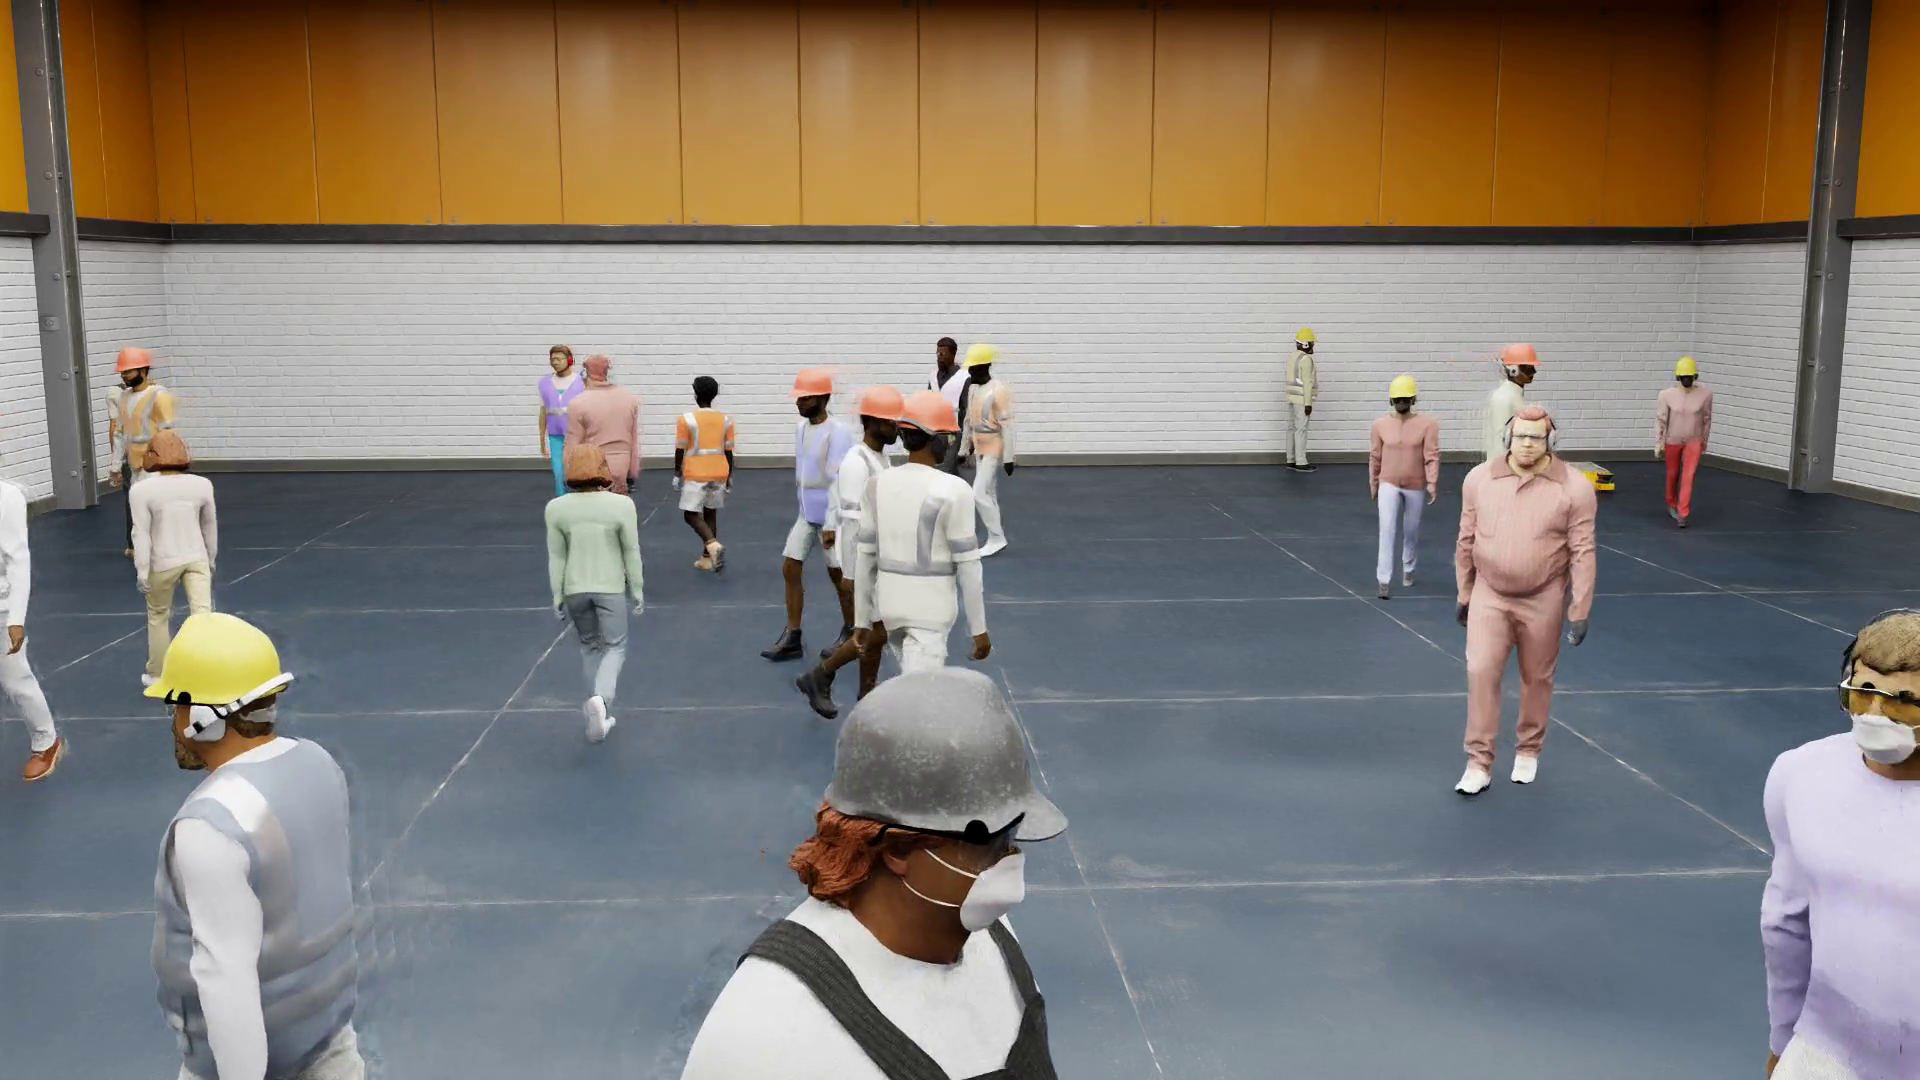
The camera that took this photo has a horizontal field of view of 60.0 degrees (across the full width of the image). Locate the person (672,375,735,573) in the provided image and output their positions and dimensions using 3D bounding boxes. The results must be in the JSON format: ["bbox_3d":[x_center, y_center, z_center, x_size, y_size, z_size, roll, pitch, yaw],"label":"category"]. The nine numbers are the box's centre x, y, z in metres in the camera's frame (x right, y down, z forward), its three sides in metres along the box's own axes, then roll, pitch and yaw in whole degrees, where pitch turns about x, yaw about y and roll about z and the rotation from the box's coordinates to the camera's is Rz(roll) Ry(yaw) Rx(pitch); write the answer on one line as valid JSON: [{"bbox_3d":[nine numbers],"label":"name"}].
[{"bbox_3d":[-2.088,-0.528,13.814,0.546,1.673,0.666,-7,11,-37],"label":"person"}]

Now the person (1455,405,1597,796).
[{"bbox_3d":[2.671,0.301,7.964,0.668,1.873,0.876,5,10,28],"label":"person"}]

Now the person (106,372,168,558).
[{"bbox_3d":[-7.252,-0.760,14.737,0.514,1.846,0.339,-7,11,-35],"label":"person"}]

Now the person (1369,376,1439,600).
[{"bbox_3d":[3.483,-0.435,13.090,0.529,1.722,0.872,2,9,15],"label":"person"}]

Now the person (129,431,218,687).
[{"bbox_3d":[-4.626,0.147,9.852,0.867,1.588,0.520,9,12,43],"label":"person"}]

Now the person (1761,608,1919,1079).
[{"bbox_3d":[1.930,1.048,3.328,0.970,1.896,0.644,-5,10,-30],"label":"person"}]

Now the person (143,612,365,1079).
[{"bbox_3d":[-1.564,1.034,3.675,0.949,1.781,0.613,1,9,6],"label":"person"}]

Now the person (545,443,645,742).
[{"bbox_3d":[-1.959,0.291,8.860,0.518,1.606,0.652,0,9,3],"label":"person"}]

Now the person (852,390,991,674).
[{"bbox_3d":[-0.214,0.332,7.465,0.622,2.002,1.019,9,12,43],"label":"person"}]

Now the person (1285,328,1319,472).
[{"bbox_3d":[4.366,-1.790,21.243,0.404,1.834,0.591,-2,9,-11],"label":"person"}]

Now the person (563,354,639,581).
[{"bbox_3d":[-2.844,-0.516,13.092,0.440,1.879,0.667,7,12,39],"label":"person"}]

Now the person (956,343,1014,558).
[{"bbox_3d":[0.226,-0.783,14.700,0.483,1.904,0.615,-4,10,-23],"label":"person"}]

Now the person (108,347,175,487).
[{"bbox_3d":[-6.708,-0.609,13.567,0.557,1.919,0.522,5,10,30],"label":"person"}]

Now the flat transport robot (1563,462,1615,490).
[{"bbox_3d":[7.285,-0.777,19.774,0.652,0.197,1.431,1,9,9],"label":"flat transport robot"}]

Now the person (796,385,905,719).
[{"bbox_3d":[-0.538,0.106,9.096,0.575,1.913,0.564,2,9,12],"label":"person"}]

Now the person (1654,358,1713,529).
[{"bbox_3d":[7.259,-0.999,16.736,0.528,1.689,0.969,3,10,20],"label":"person"}]

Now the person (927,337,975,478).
[{"bbox_3d":[-0.196,-1.023,16.266,0.796,1.893,0.594,-7,11,-37],"label":"person"}]

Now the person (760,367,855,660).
[{"bbox_3d":[-0.970,-0.153,10.721,0.769,1.907,0.588,-8,12,-40],"label":"person"}]

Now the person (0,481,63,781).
[{"bbox_3d":[-4.643,0.340,7.883,0.574,1.844,0.992,-1,9,-5],"label":"person"}]

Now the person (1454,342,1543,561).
[{"bbox_3d":[4.273,-0.554,13.008,0.540,1.983,0.634,6,11,33],"label":"person"}]

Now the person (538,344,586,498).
[{"bbox_3d":[-3.830,-0.998,16.271,0.586,1.832,0.466,1,9,8],"label":"person"}]
